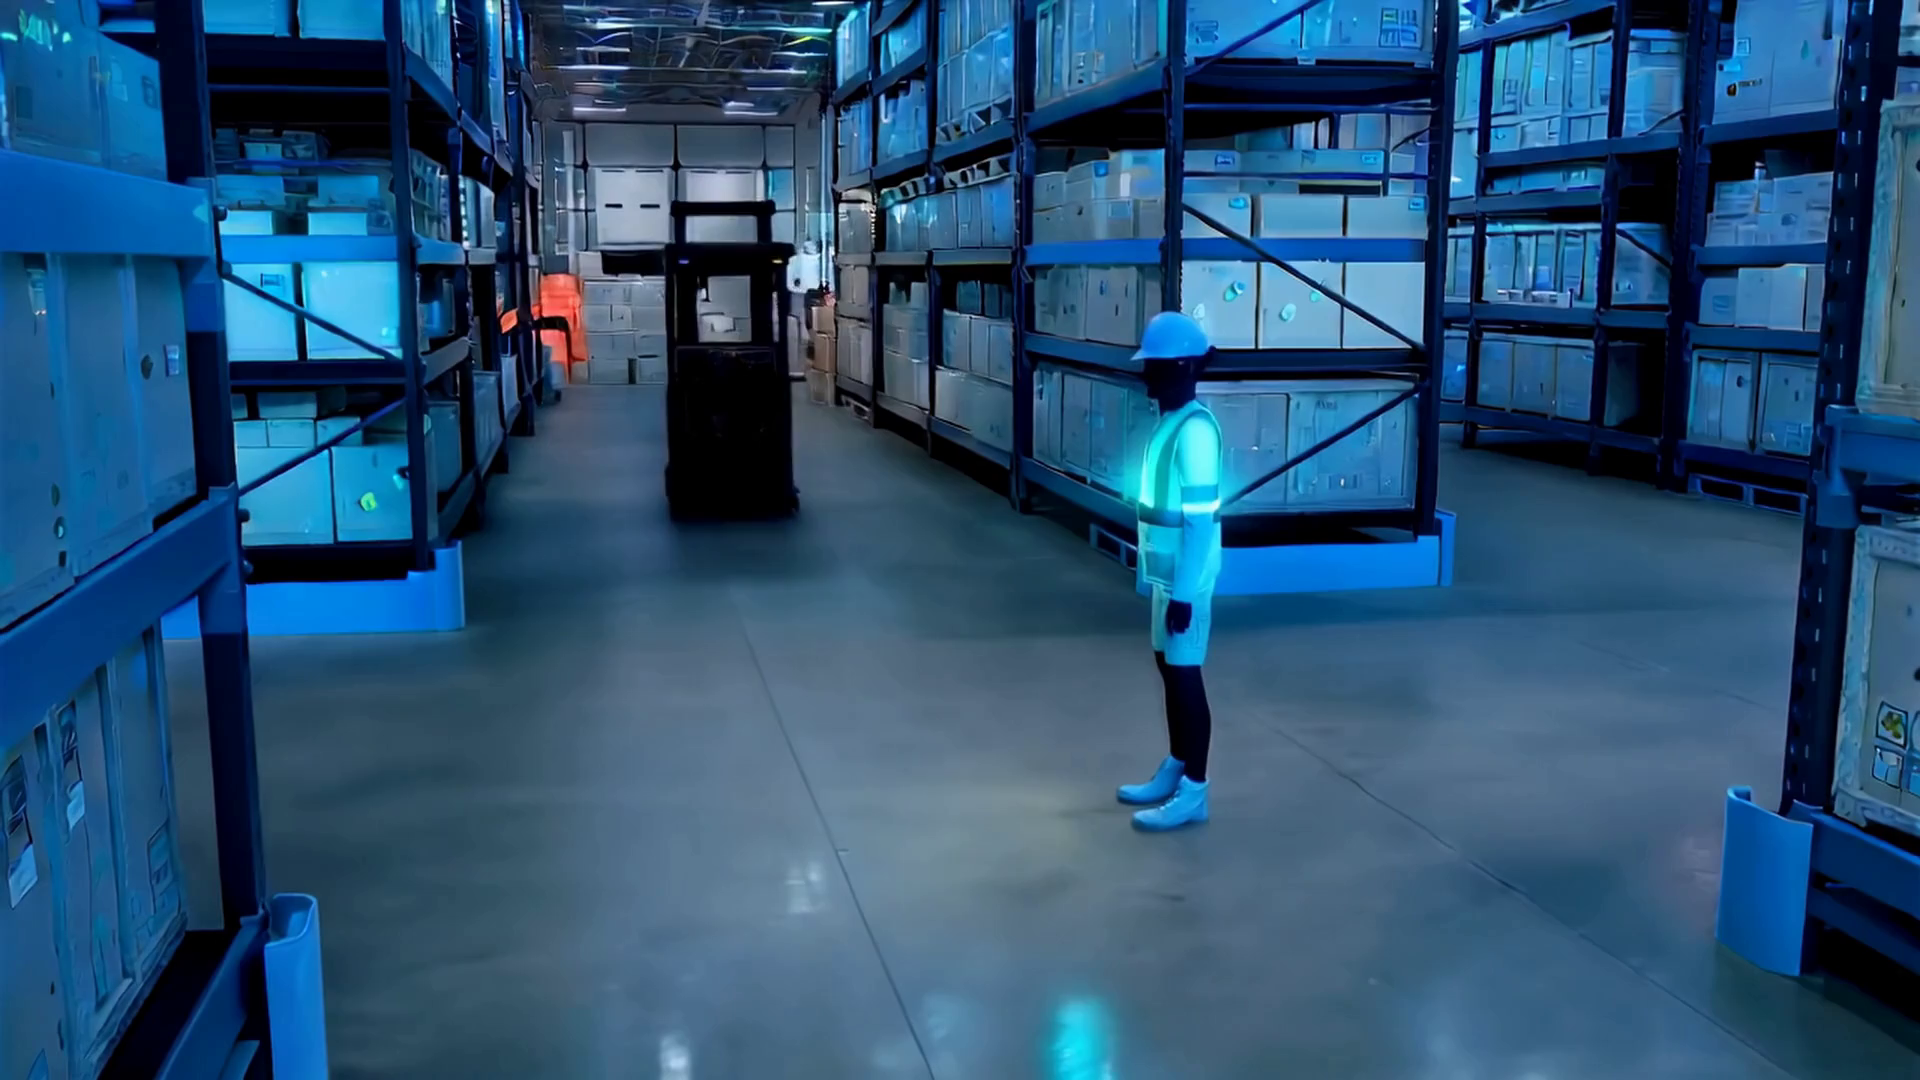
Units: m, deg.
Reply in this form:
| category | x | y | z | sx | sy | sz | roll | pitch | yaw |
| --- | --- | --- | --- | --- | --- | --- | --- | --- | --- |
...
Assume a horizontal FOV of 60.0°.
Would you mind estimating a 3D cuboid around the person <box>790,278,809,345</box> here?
| category | x | y | z | sx | sy | sz | roll | pitch | yaw |
| --- | --- | --- | --- | --- | --- | --- | --- | --- | --- |
| person | -4.650 | -6.487 | 47.358 | 0.654 | 1.886 | 1.020 | -9 | 13 | -44 |

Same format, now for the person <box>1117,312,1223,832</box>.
| category | x | y | z | sx | sy | sz | roll | pitch | yaw |
| --- | --- | --- | --- | --- | --- | --- | --- | --- | --- |
| person | 0.836 | 0.129 | 6.584 | 0.377 | 2.044 | 0.608 | 0 | 9 | -3 |

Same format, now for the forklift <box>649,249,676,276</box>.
| category | x | y | z | sx | sy | sz | roll | pitch | yaw |
| --- | --- | --- | --- | --- | --- | --- | --- | --- | --- |
| forklift | -9.883 | -8.343 | 55.675 | 1.129 | 2.768 | 1.873 | -7 | 12 | -38 |

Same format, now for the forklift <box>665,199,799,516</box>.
| category | x | y | z | sx | sy | sz | roll | pitch | yaw |
| --- | --- | --- | --- | --- | --- | --- | --- | --- | --- |
| forklift | -2.179 | -1.738 | 15.417 | 1.129 | 2.768 | 1.873 | -2 | 10 | -12 |

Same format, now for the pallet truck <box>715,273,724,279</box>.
| category | x | y | z | sx | sy | sz | roll | pitch | yaw |
| --- | --- | --- | --- | --- | --- | --- | --- | --- | --- |
| pallet truck | -8.580 | -8.986 | 62.280 | 1.885 | 1.965 | 0.823 | 1 | 9 | 5 |
